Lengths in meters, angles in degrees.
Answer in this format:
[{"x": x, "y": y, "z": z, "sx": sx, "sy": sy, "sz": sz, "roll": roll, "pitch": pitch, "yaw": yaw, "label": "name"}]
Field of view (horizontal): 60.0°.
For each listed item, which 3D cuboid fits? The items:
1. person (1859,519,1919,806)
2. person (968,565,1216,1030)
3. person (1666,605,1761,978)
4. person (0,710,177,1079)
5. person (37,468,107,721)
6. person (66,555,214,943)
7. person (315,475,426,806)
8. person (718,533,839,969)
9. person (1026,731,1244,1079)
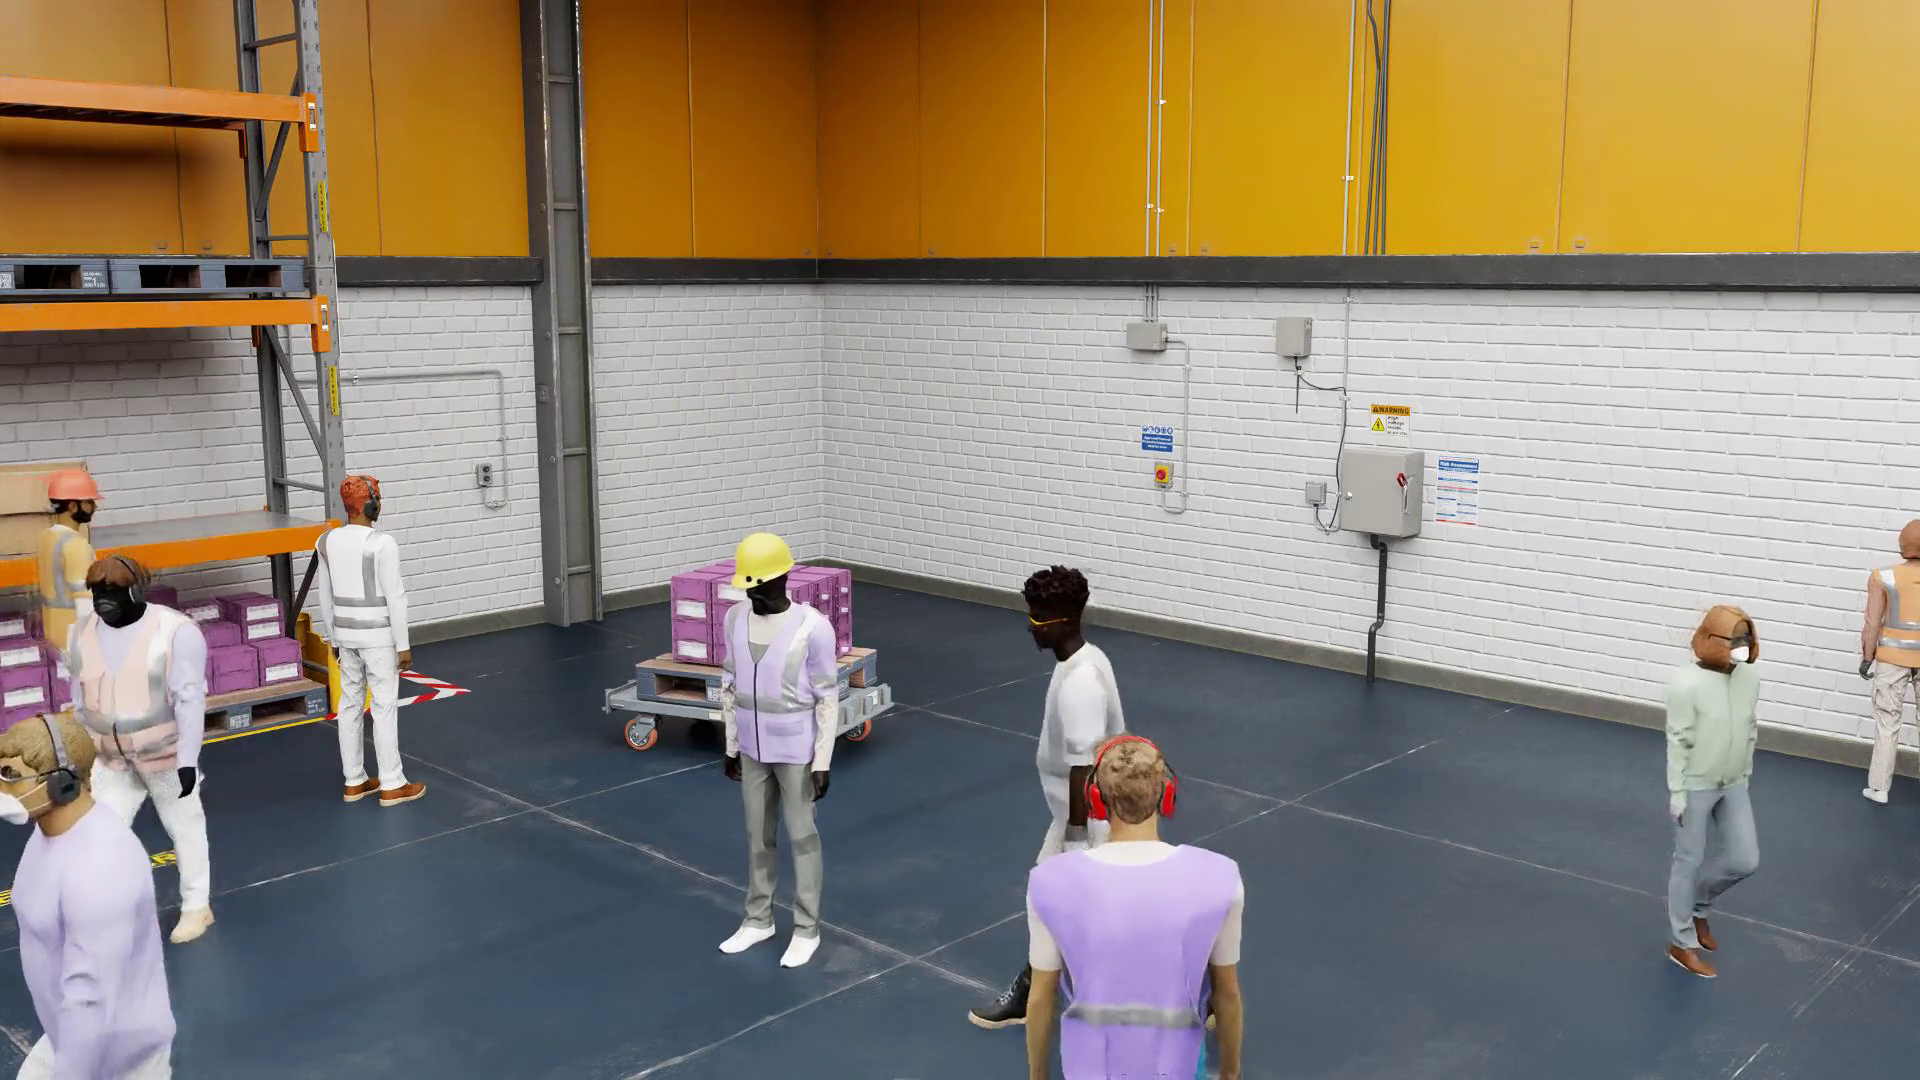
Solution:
[{"x": 5.355, "y": 0.699, "z": 9.372, "sx": 0.517, "sy": 1.636, "sz": 0.313, "roll": 3, "pitch": 10, "yaw": 19, "label": "person"}, {"x": 0.567, "y": 1.034, "z": 6.500, "sx": 0.983, "sy": 1.917, "sz": 0.658, "roll": 0, "pitch": 9, "yaw": 2, "label": "person"}, {"x": 3.220, "y": 1.072, "z": 7.121, "sx": 0.510, "sy": 1.622, "sz": 0.353, "roll": -3, "pitch": 10, "yaw": -18, "label": "person"}, {"x": -2.402, "y": 1.389, "z": 4.337, "sx": 0.999, "sy": 1.891, "sz": 0.652, "roll": -8, "pitch": 12, "yaw": -39, "label": "person"}, {"x": -5.117, "y": 0.547, "z": 9.488, "sx": 0.550, "sy": 1.913, "sz": 0.761, "roll": 9, "pitch": 13, "yaw": 44, "label": "person"}, {"x": -3.599, "y": 0.969, "z": 7.229, "sx": 0.648, "sy": 1.799, "sz": 0.927, "roll": 0, "pitch": 9, "yaw": 1, "label": "person"}, {"x": -3.348, "y": 0.569, "z": 9.424, "sx": 0.573, "sy": 1.883, "sz": 0.356, "roll": 4, "pitch": 10, "yaw": 22, "label": "person"}, {"x": -0.805, "y": 0.907, "z": 7.248, "sx": 0.589, "sy": 1.914, "sz": 0.398, "roll": 6, "pitch": 11, "yaw": 31, "label": "person"}, {"x": 0.459, "y": 1.416, "z": 4.376, "sx": 0.589, "sy": 1.826, "sz": 0.629, "roll": 1, "pitch": 9, "yaw": 4, "label": "person"}]
